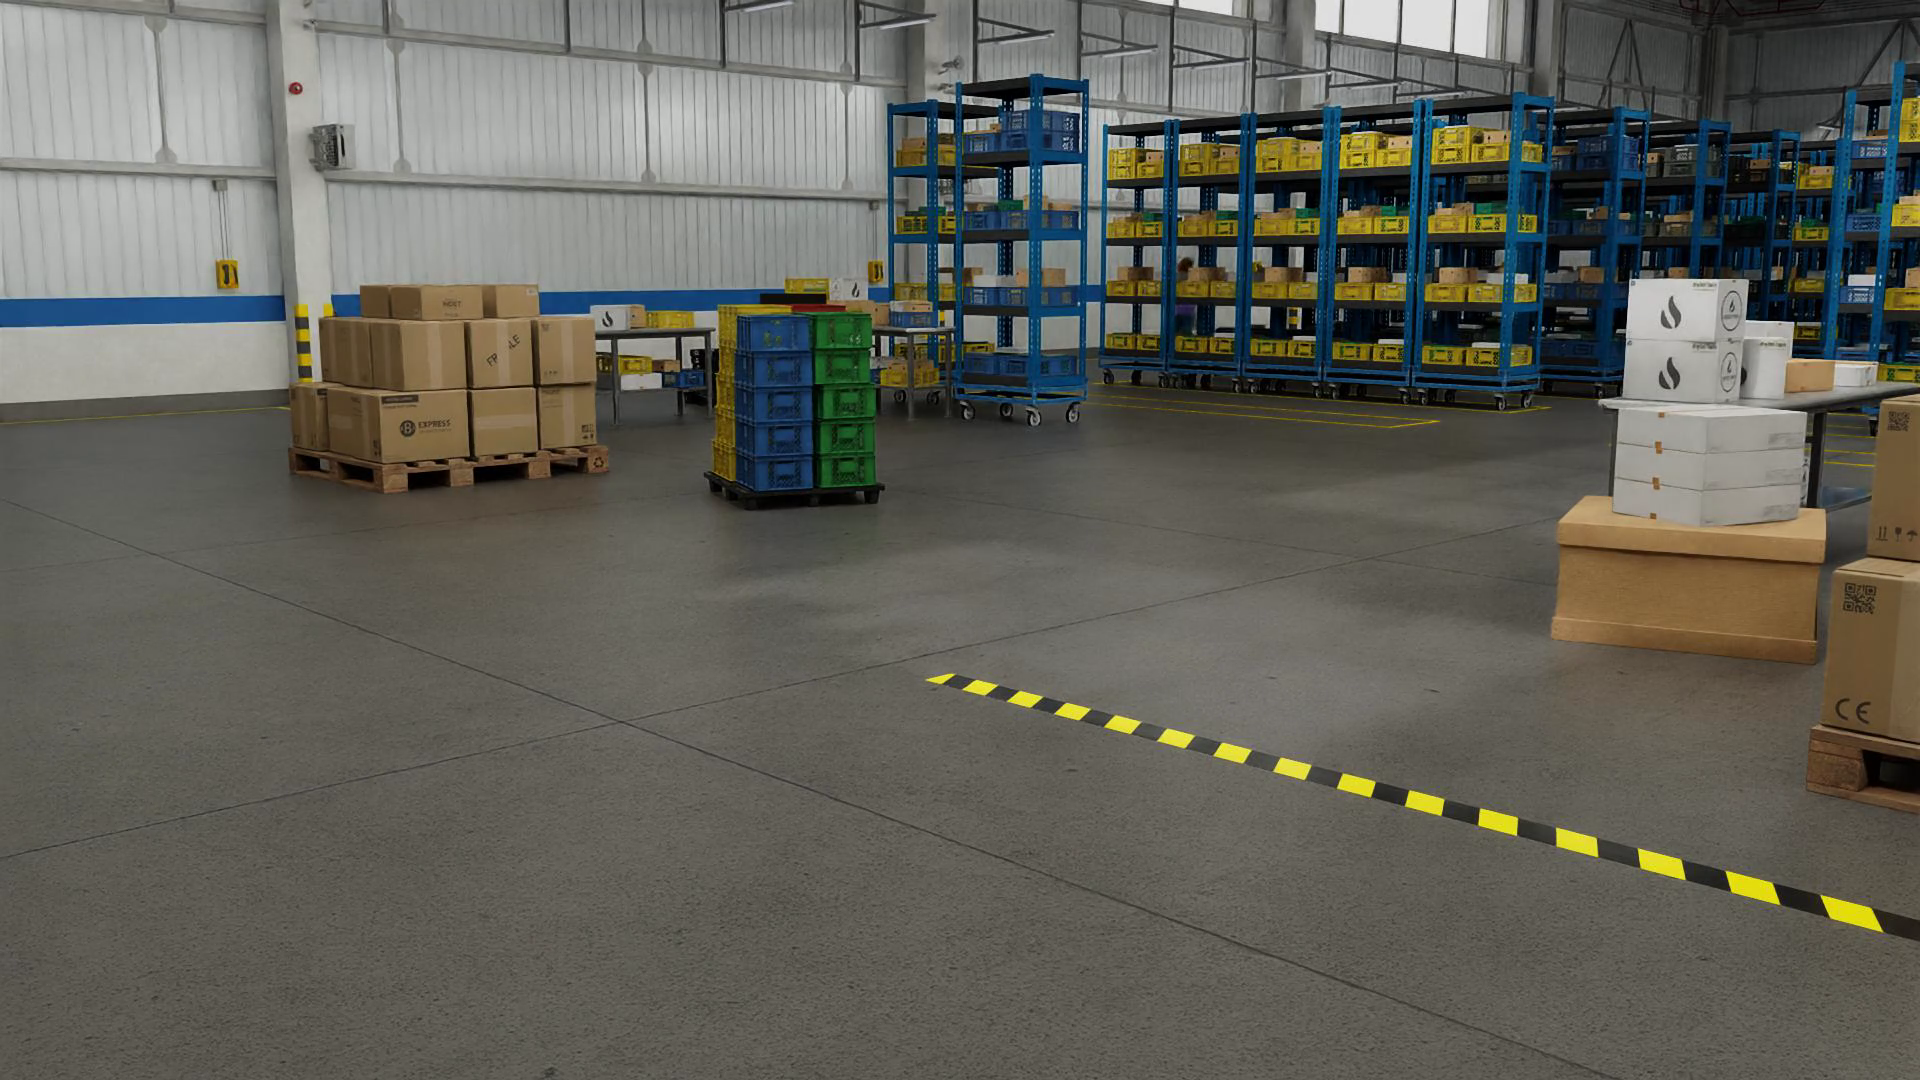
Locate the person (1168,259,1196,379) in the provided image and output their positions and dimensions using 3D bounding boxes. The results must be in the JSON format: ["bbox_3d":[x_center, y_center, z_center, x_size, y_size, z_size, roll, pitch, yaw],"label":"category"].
[{"bbox_3d":[3.313,-3.260,24.593,0.568,1.759,1.050,1,9,4],"label":"person"}]
